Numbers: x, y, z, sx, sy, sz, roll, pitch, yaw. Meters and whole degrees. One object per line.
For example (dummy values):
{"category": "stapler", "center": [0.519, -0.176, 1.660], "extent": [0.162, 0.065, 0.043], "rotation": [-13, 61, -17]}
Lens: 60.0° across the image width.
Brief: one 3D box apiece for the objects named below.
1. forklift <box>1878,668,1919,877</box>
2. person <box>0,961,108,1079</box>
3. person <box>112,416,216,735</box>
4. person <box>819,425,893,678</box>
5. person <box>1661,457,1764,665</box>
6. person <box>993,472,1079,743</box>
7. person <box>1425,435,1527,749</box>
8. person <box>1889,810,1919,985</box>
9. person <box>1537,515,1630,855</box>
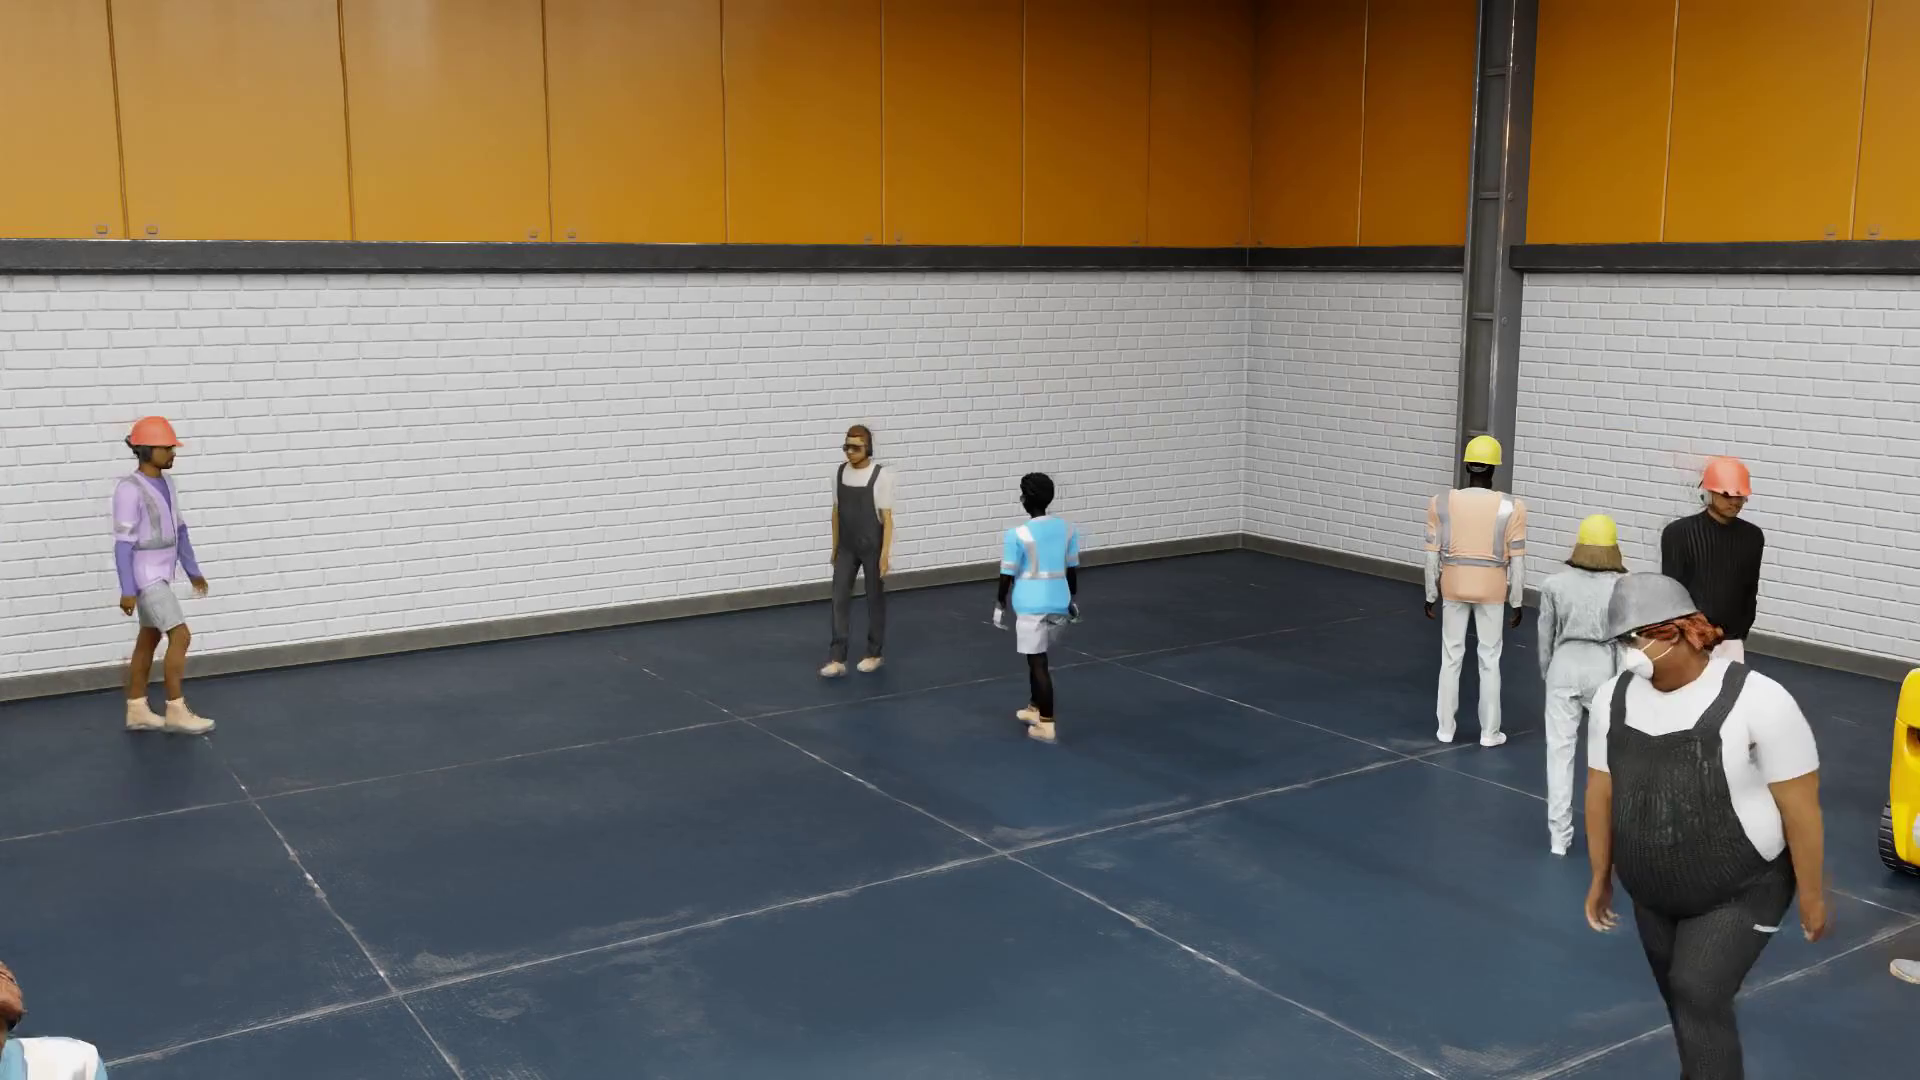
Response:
{"category": "forklift", "center": [5.511, 0.571, 7.906], "extent": [2.313, 2.155, 1.214], "rotation": [-6, 11, -33]}
{"category": "person", "center": [-2.048, 1.588, 3.531], "extent": [0.645, 1.611, 0.568], "rotation": [9, 13, 42]}
{"category": "person", "center": [-4.998, 0.228, 10.493], "extent": [0.755, 2.016, 0.621], "rotation": [-1, 10, -8]}
{"category": "person", "center": [-0.764, 0.095, 11.890], "extent": [0.548, 1.818, 0.788], "rotation": [4, 10, 23]}
{"category": "person", "center": [4.096, 0.497, 9.137], "extent": [0.589, 1.942, 0.999], "rotation": [0, 9, 0]}
{"category": "person", "center": [0.430, 0.404, 10.439], "extent": [0.558, 1.671, 0.656], "rotation": [-7, 12, -36]}
{"category": "person", "center": [3.161, 0.319, 10.224], "extent": [0.594, 1.925, 0.375], "rotation": [4, 10, 24]}
{"category": "person", "center": [4.111, 0.921, 6.756], "extent": [0.481, 1.872, 0.667], "rotation": [9, 13, 42]}
{"category": "person", "center": [3.214, 0.712, 8.551], "extent": [0.496, 1.696, 0.876], "rotation": [5, 11, 27]}
